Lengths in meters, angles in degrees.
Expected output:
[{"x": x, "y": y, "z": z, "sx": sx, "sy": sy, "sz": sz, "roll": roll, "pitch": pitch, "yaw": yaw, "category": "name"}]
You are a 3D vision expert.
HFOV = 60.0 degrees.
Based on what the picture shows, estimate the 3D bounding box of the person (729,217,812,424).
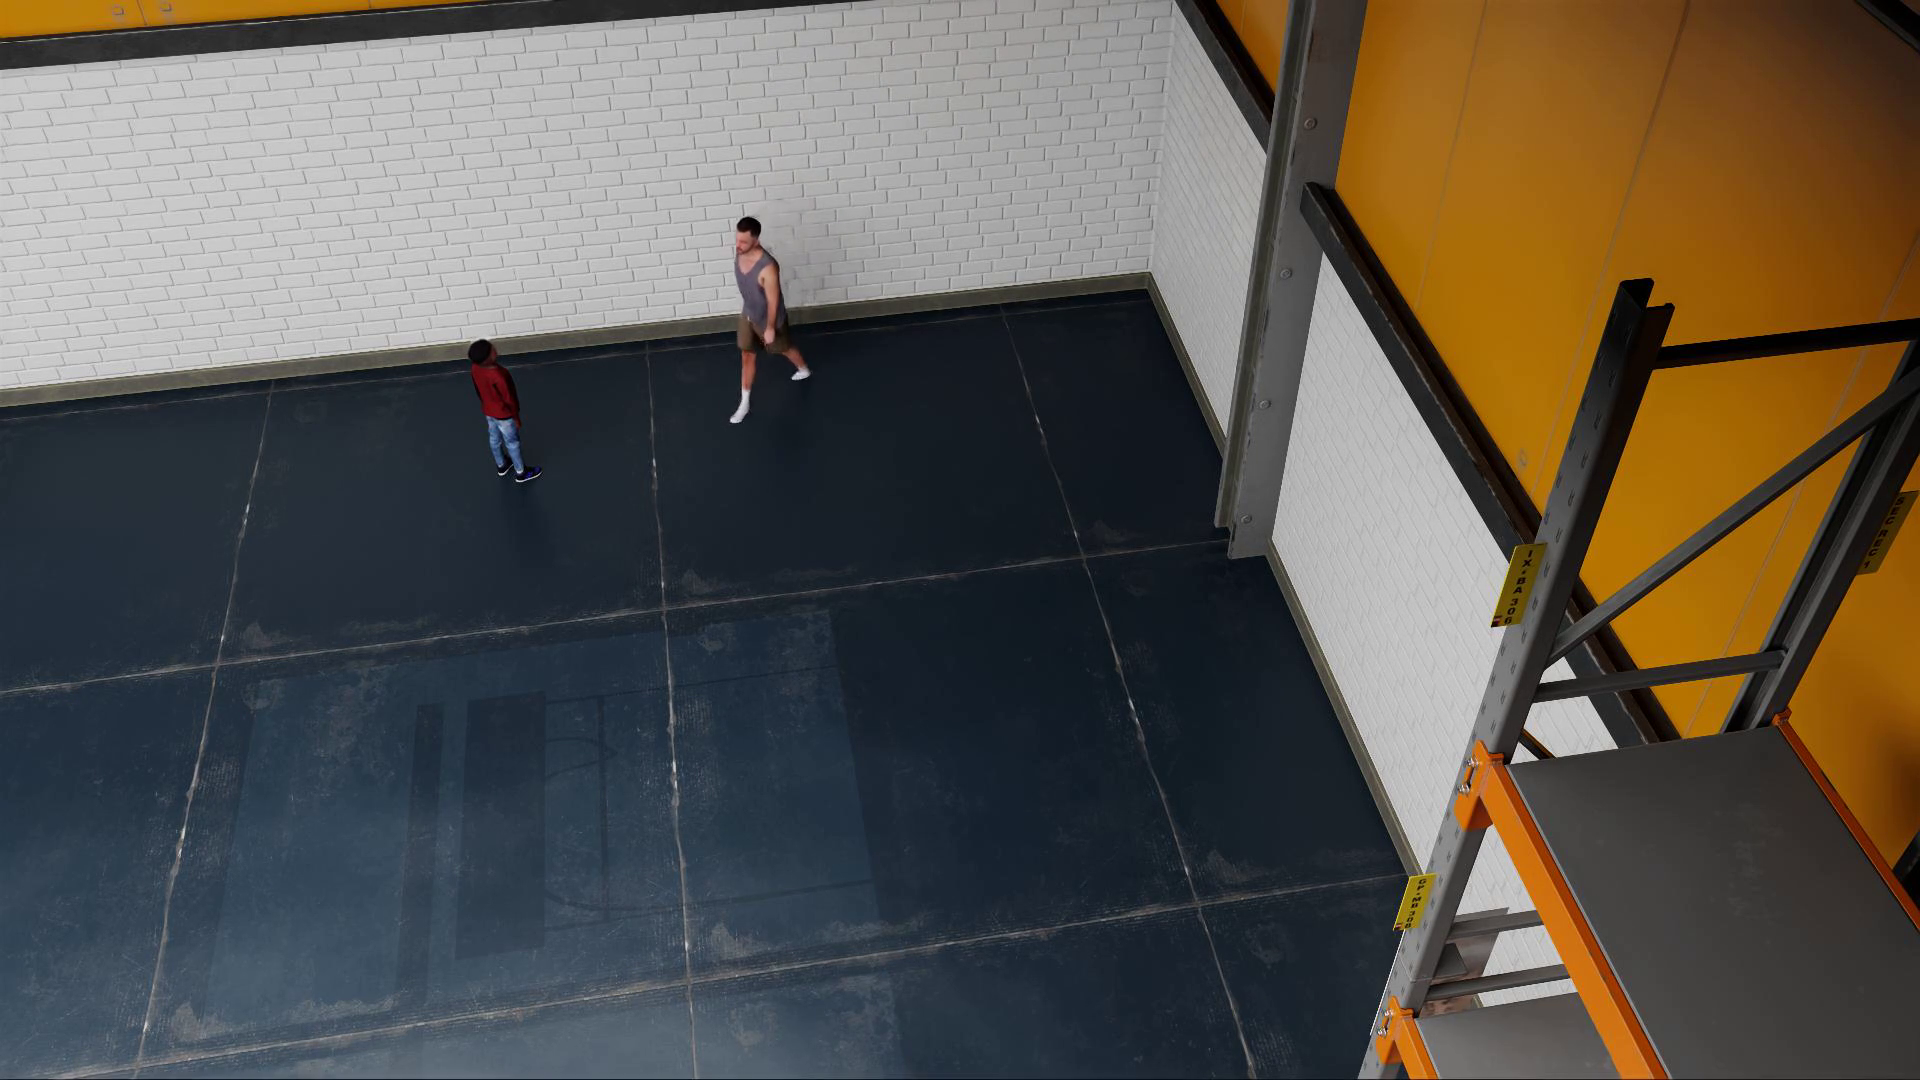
[{"x": -1.462, "y": -1.776, "z": 12.870, "sx": 1.142, "sy": 1.794, "sz": 1.148, "roll": -30, "pitch": 51, "yaw": -28, "category": "person"}]

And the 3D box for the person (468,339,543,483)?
[{"x": -3.385, "y": -0.959, "z": 12.208, "sx": 0.587, "sy": 1.256, "sz": 0.643, "roll": 24, "pitch": 49, "yaw": 23, "category": "person"}]
